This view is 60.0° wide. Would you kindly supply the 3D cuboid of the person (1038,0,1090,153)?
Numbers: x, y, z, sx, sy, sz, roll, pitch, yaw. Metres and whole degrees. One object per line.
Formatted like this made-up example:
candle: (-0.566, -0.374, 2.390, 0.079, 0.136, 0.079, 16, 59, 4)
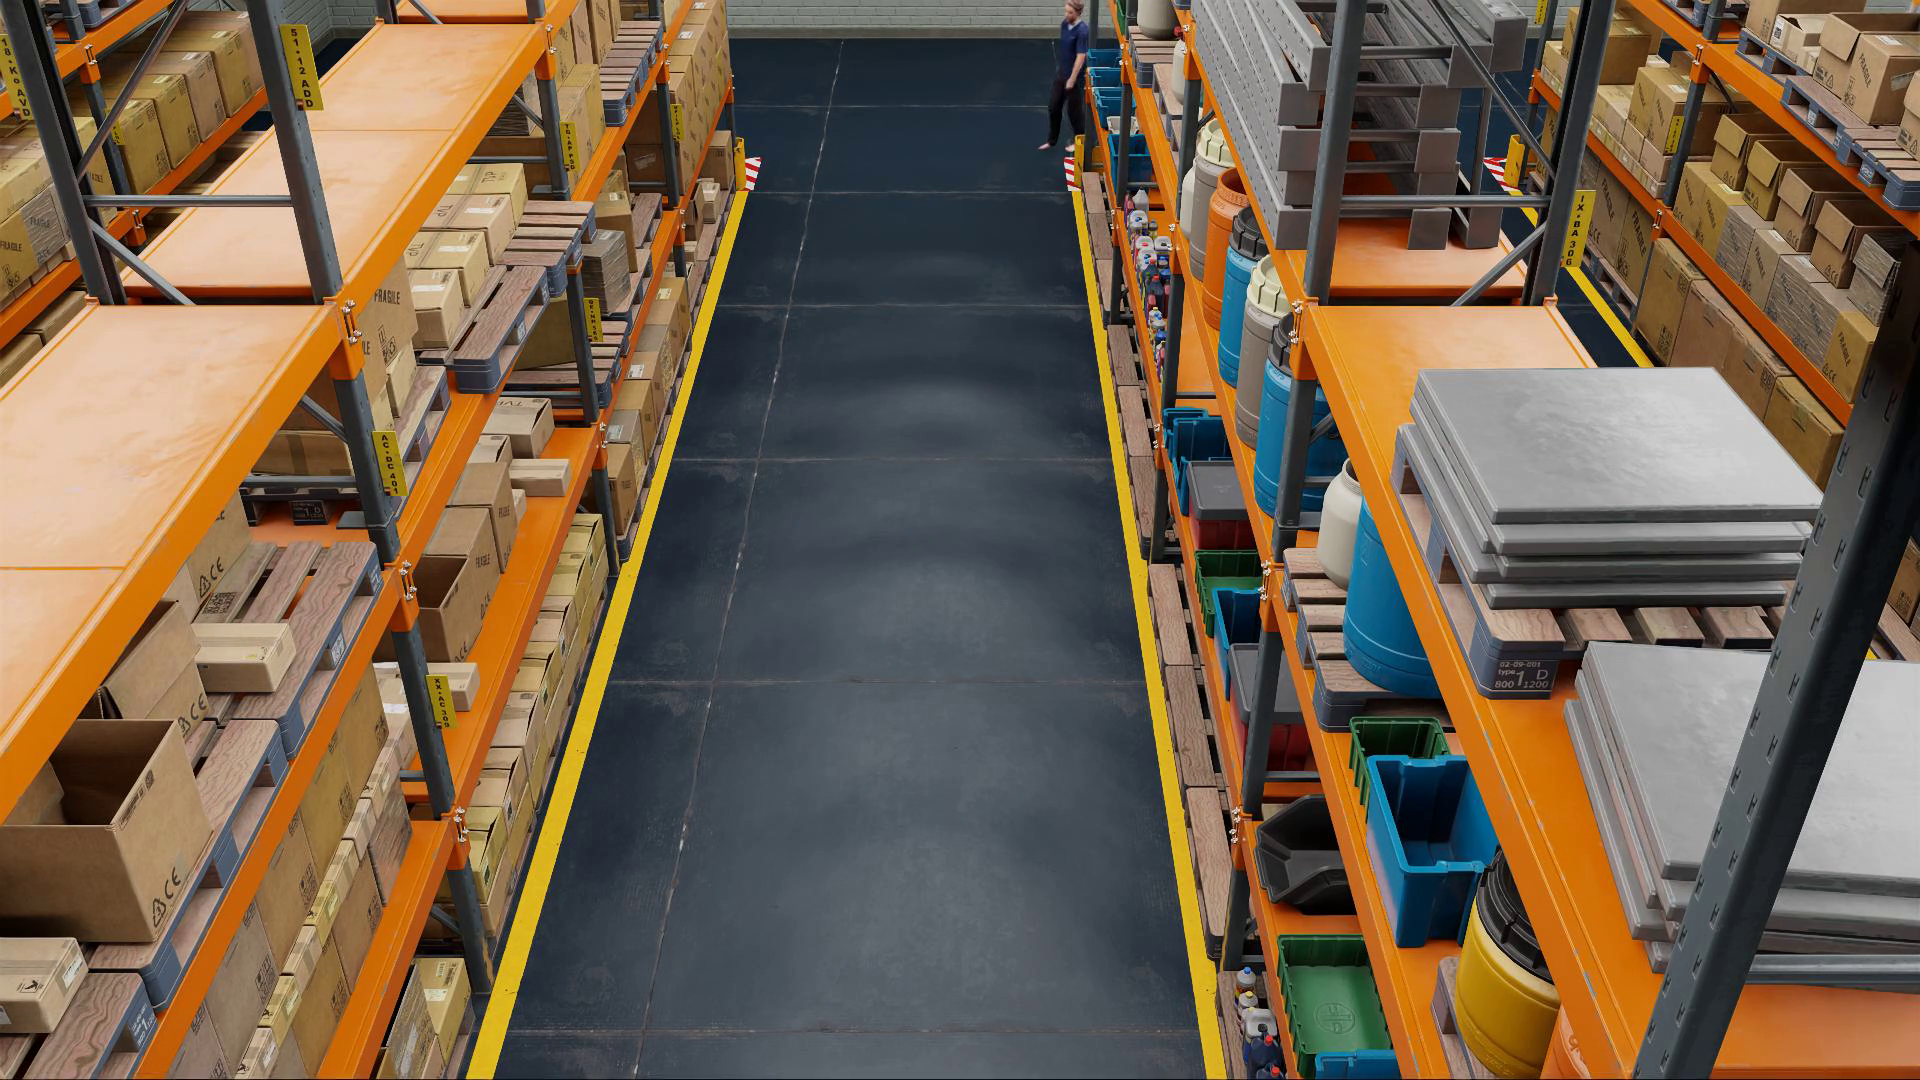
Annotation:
person: (1.383, -5.430, 19.448, 0.959, 1.842, 0.904, -17, 37, -24)
